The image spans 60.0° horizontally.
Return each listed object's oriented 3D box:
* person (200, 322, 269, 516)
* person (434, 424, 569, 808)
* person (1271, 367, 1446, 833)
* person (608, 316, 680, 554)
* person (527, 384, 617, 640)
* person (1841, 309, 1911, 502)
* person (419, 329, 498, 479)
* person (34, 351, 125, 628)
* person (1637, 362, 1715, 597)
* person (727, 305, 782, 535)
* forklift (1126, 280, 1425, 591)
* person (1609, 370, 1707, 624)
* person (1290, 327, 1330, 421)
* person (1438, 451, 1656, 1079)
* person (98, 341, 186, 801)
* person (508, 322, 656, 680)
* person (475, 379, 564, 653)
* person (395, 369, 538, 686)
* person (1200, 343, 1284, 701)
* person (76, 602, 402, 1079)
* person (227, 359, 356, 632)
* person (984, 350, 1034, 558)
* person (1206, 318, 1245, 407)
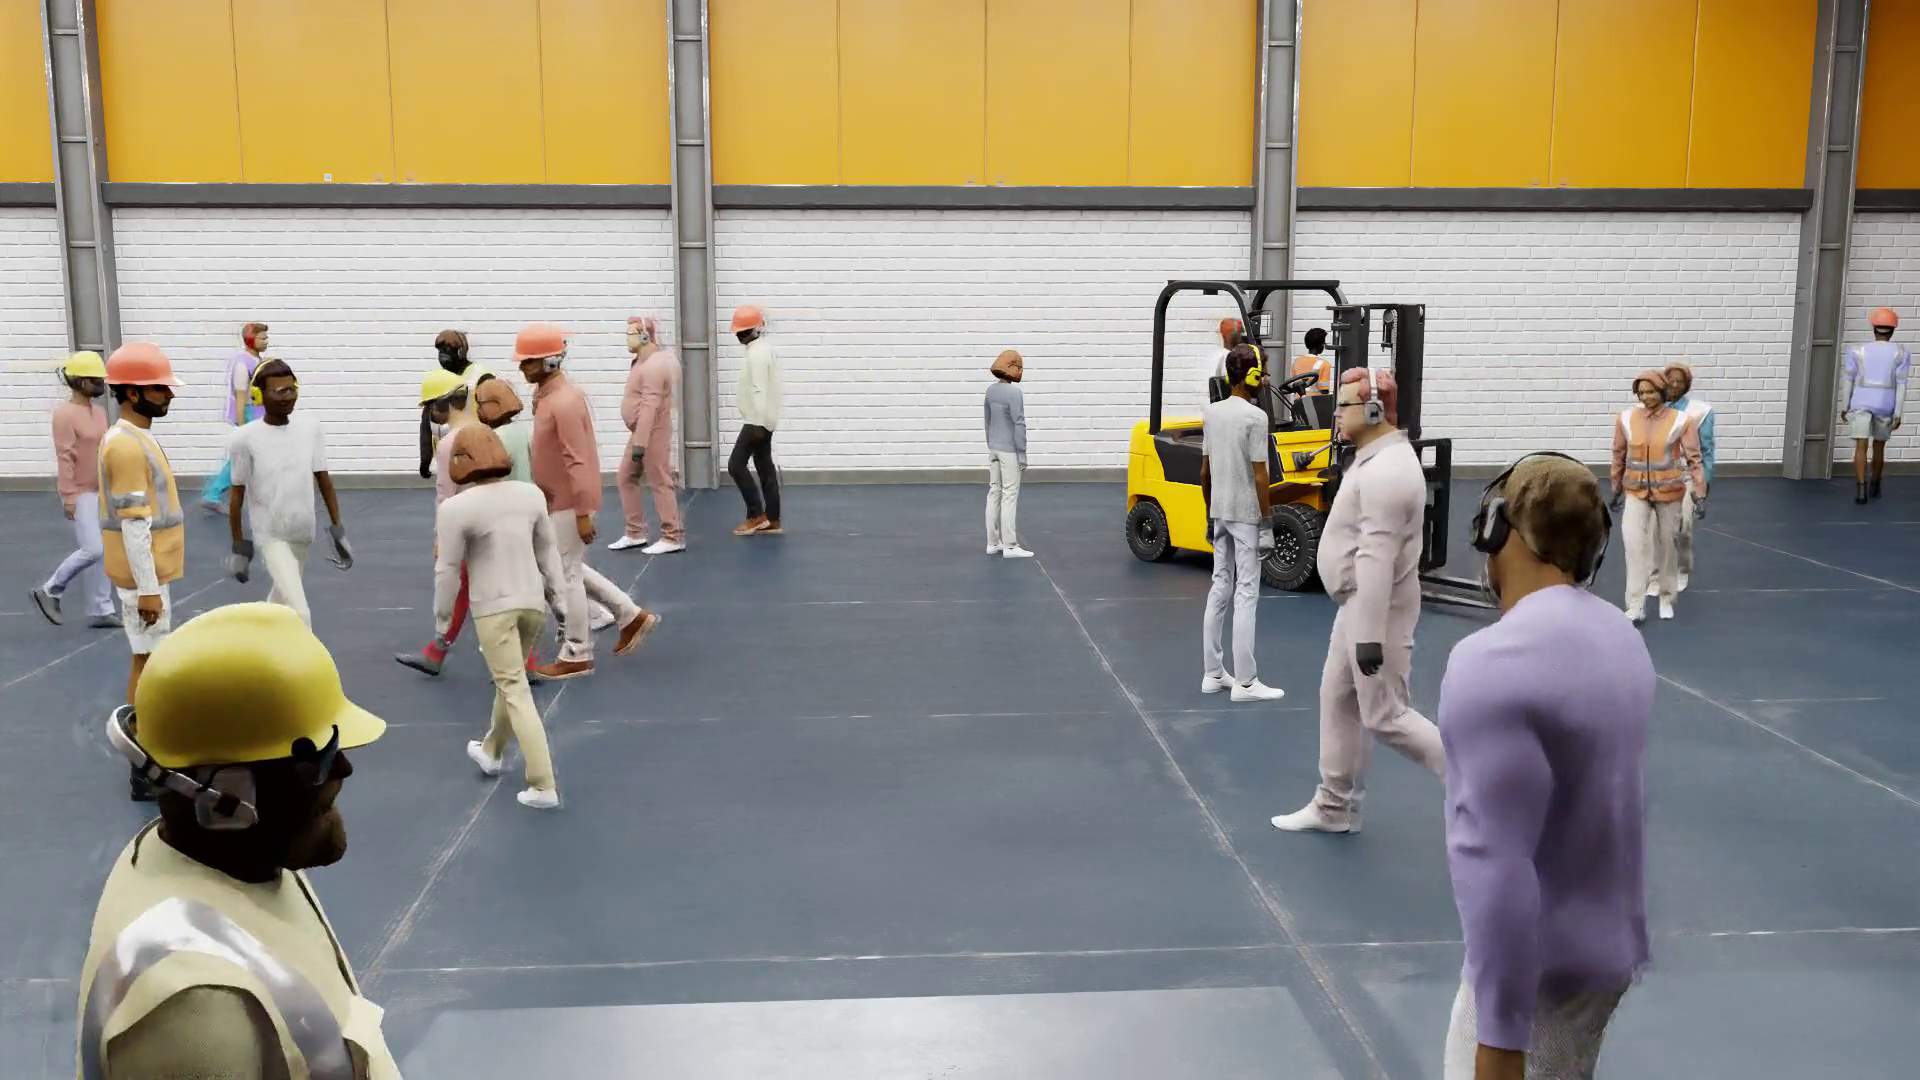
[{"bbox_3d":[-6.520,-1.096,15.228,0.979,1.794,0.557,-2,9,-14],"label":"person"},{"bbox_3d":[-1.982,0.307,7.020,0.875,1.579,0.520,7,12,39],"label":"person"},{"bbox_3d":[1.676,0.275,6.369,0.829,1.879,0.645,2,9,12],"label":"person"},{"bbox_3d":[-2.548,-0.814,13.111,0.702,1.885,0.661,-3,9,-16],"label":"person"},{"bbox_3d":[-2.458,-0.172,10.055,0.860,1.589,0.539,-3,10,-19],"label":"person"},{"bbox_3d":[8.962,-1.314,16.312,0.563,1.889,0.988,5,10,29],"label":"person"},{"bbox_3d":[-3.618,-0.586,11.909,0.647,1.824,0.570,5,10,29],"label":"person"},{"bbox_3d":[-5.441,-0.295,10.300,0.467,1.751,0.546,0,9,3],"label":"person"},{"bbox_3d":[4.866,-0.407,11.397,0.525,1.628,0.353,6,11,33],"label":"person"},{"bbox_3d":[-1.765,-0.995,14.039,0.572,1.959,0.676,-1,9,-6],"label":"person"},{"bbox_3d":[2.301,-0.860,12.475,1.214,2.155,2.313,-6,11,-35],"label":"forklift"},{"bbox_3d":[4.402,-0.262,10.531,0.634,1.596,0.772,7,11,37],"label":"person"},{"bbox_3d":[3.540,-1.294,16.782,0.318,1.691,0.534,-5,11,-30],"label":"person"},{"bbox_3d":[1.019,0.807,2.979,0.417,1.895,0.797,7,11,37],"label":"person"},{"bbox_3d":[-3.422,0.132,7.053,0.360,1.936,0.552,-4,10,-24],"label":"person"},{"bbox_3d":[-2.083,-0.211,9.126,0.718,1.964,0.637,-3,10,-20],"label":"person"},{"bbox_3d":[-2.533,-0.133,9.680,0.515,1.615,0.531,1,9,5],"label":"person"},{"bbox_3d":[-2.686,-0.053,8.914,0.891,1.699,0.578,1,9,3],"label":"person"},{"bbox_3d":[1.466,-0.088,8.694,0.329,1.857,0.512,-5,11,-31],"label":"person"},{"bbox_3d":[-0.977,0.973,2.157,0.610,1.815,0.602,-4,10,-23],"label":"person"},{"bbox_3d":[-3.412,-0.005,8.380,1.026,1.809,0.505,6,11,31],"label":"person"},{"bbox_3d":[0.371,-0.680,13.098,0.281,1.633,0.499,-5,11,-30],"label":"person"},{"bbox_3d":[2.412,-1.071,14.944,1.008,1.830,0.600,-1,9,-4],"label":"person"}]
